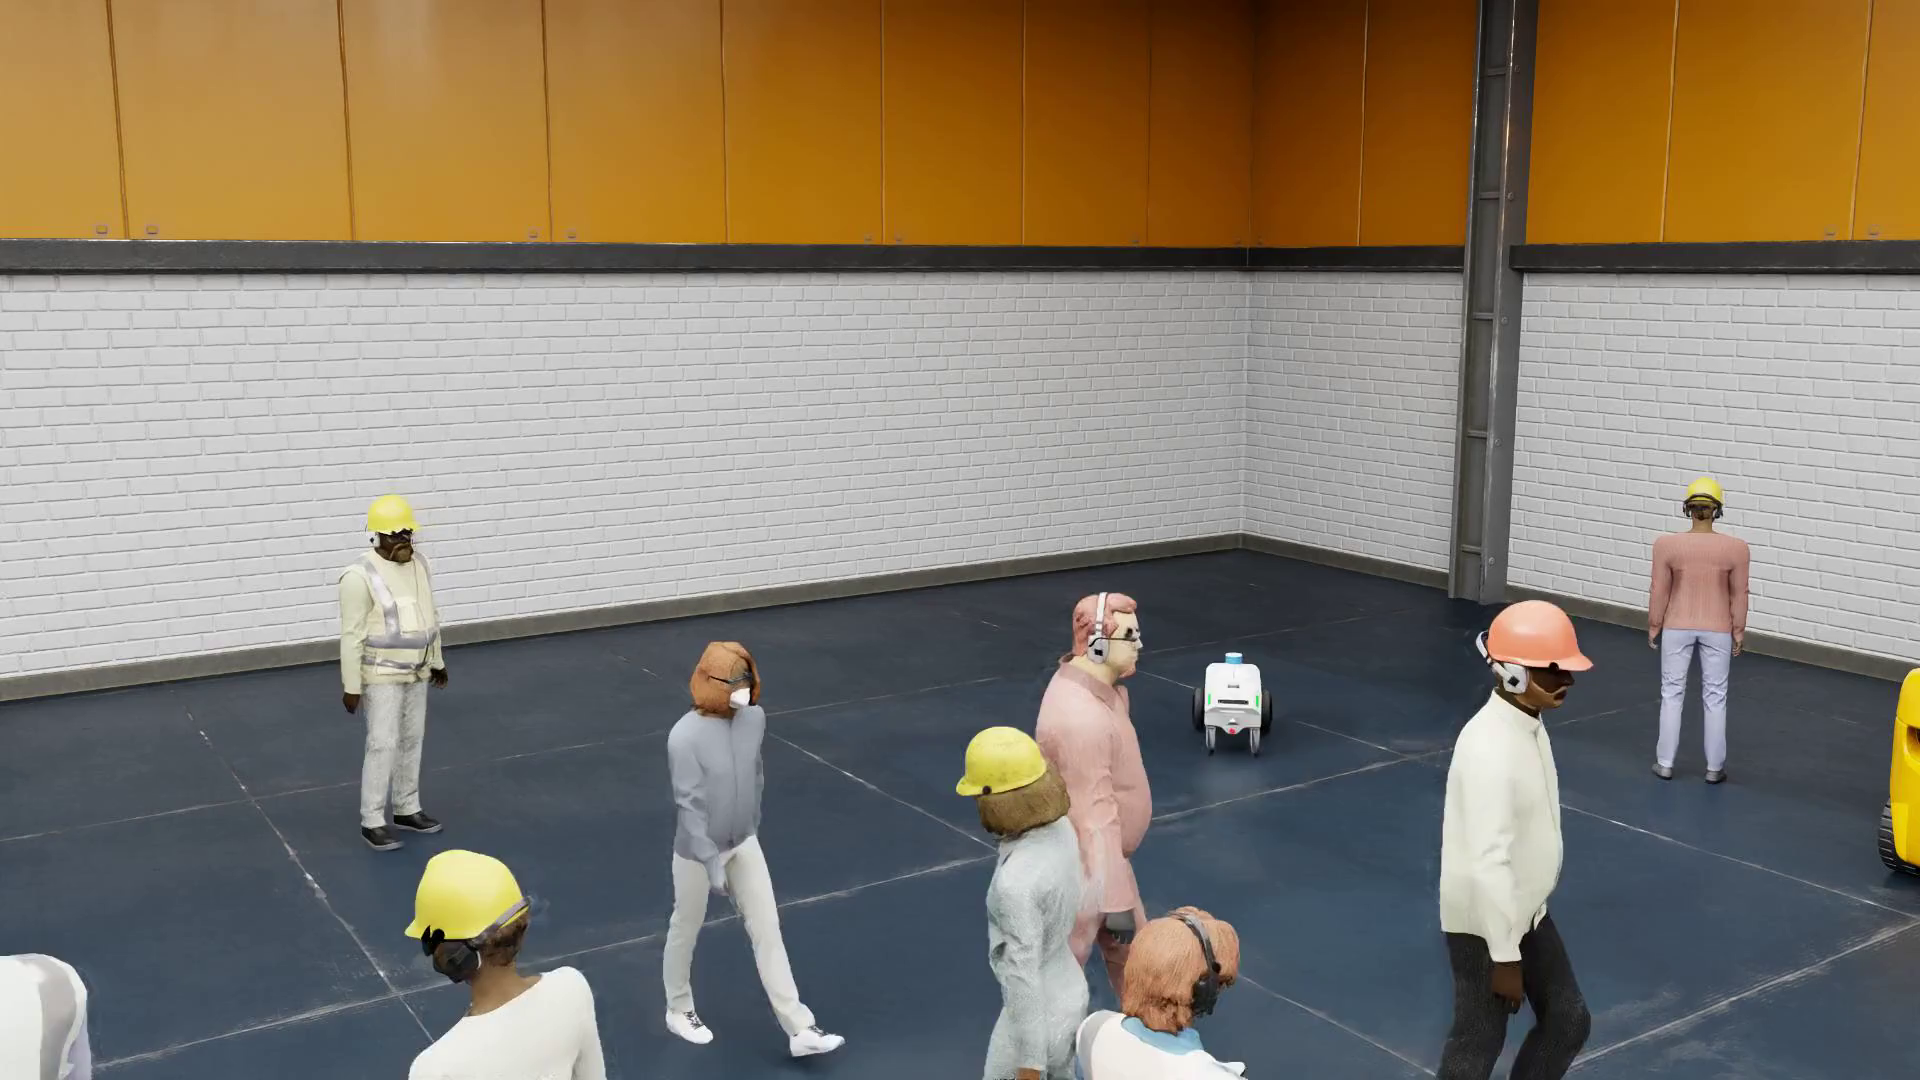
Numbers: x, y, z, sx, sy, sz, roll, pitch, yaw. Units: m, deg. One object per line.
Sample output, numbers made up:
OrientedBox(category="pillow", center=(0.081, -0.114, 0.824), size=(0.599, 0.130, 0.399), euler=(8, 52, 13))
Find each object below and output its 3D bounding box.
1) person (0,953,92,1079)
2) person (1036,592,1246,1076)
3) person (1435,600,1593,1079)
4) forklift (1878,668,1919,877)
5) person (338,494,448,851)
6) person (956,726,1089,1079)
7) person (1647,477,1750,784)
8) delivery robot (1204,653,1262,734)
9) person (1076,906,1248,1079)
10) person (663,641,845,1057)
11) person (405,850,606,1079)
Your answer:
OrientedBox(category="person", center=(-1.994, 1.470, 3.308), size=(0.463, 1.915, 0.658), euler=(6, 11, 30))
OrientedBox(category="person", center=(0.565, 1.106, 5.667), size=(0.930, 1.866, 0.668), euler=(1, 10, 9))
OrientedBox(category="person", center=(1.721, 1.154, 5.055), size=(0.622, 1.970, 0.649), euler=(6, 11, 32))
OrientedBox(category="forklift", center=(5.511, 0.571, 7.906), size=(2.313, 2.155, 1.214), euler=(-6, 11, -33))
OrientedBox(category="person", center=(-2.877, 0.658, 8.524), size=(0.406, 1.817, 0.660), euler=(3, 10, 19))
OrientedBox(category="person", center=(0.294, 1.348, 4.702), size=(0.699, 1.700, 0.533), euler=(4, 10, 21))
OrientedBox(category="person", center=(4.216, 0.520, 9.529), size=(0.524, 1.760, 0.327), euler=(4, 10, 22))
OrientedBox(category="delivery robot", center=(1.691, 0.944, 10.307), size=(0.477, 0.478, 0.707), euler=(2, 10, 9))
OrientedBox(category="person", center=(0.480, 1.576, 3.569), size=(0.428, 1.625, 0.528), euler=(-6, 11, -33))
OrientedBox(category="person", center=(-0.828, 1.160, 6.155), size=(0.839, 1.586, 0.501), euler=(8, 12, 39))
OrientedBox(category="person", center=(-1.045, 1.506, 3.628), size=(0.715, 1.734, 0.547), euler=(5, 10, 25))
